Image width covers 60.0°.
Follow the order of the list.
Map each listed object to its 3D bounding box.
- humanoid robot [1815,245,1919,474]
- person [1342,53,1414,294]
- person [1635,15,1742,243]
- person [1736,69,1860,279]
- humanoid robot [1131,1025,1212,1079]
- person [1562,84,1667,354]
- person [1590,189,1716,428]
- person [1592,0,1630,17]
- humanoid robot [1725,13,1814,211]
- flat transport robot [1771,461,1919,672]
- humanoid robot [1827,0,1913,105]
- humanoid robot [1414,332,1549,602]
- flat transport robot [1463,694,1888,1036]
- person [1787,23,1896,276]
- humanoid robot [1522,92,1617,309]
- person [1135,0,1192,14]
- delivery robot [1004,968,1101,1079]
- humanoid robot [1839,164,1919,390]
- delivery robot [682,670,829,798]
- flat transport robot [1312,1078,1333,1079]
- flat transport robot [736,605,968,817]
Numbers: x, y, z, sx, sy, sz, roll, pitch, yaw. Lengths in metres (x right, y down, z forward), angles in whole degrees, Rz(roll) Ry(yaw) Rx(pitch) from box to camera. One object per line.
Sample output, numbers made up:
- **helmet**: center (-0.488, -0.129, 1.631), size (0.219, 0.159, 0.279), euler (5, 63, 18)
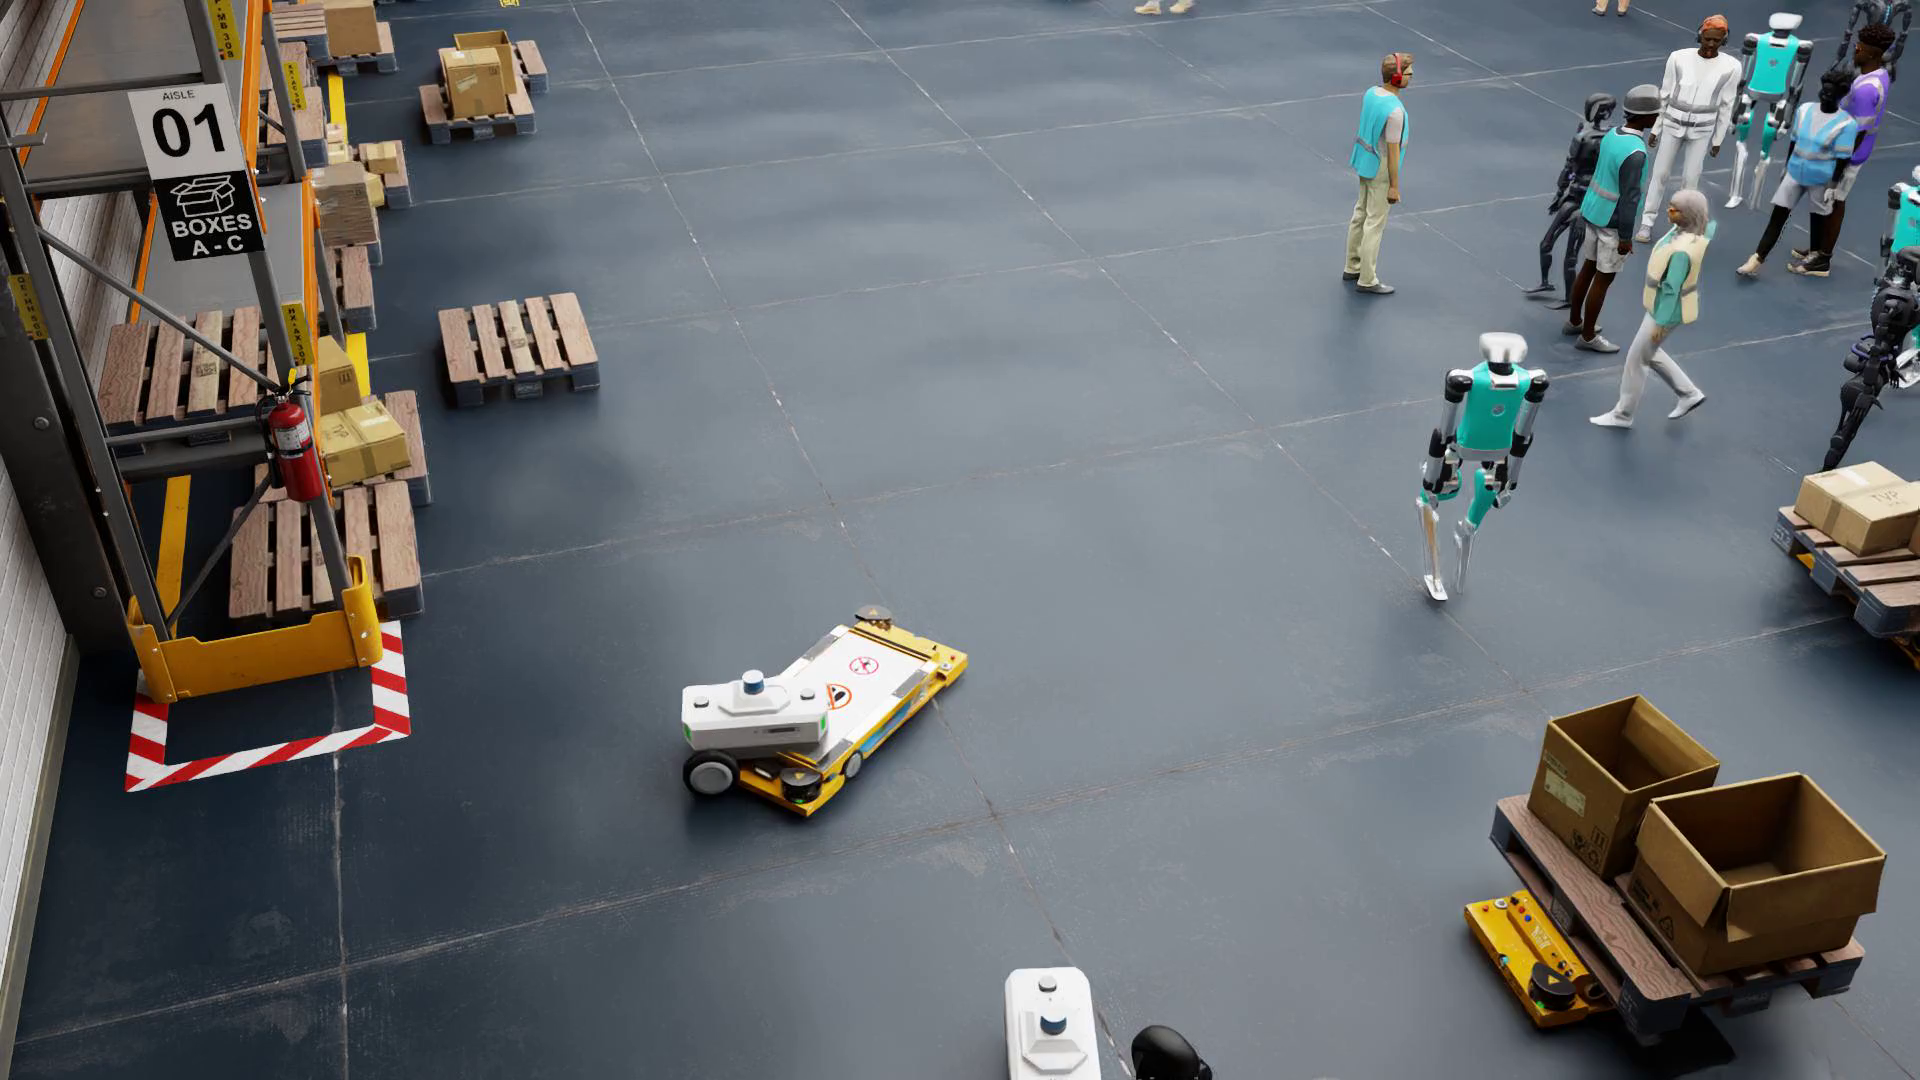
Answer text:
- **humanoid robot**: center (5.561, -1.015, 10.112), size (0.315, 1.657, 0.599), euler (27, 42, 35)
- **person**: center (3.185, -2.795, 12.700), size (0.389, 1.847, 0.563), euler (-6, 34, -9)
- **person**: center (5.883, -3.296, 13.443), size (0.573, 1.880, 0.361), euler (16, 36, 23)
- **person**: center (6.568, -2.812, 12.904), size (0.840, 1.655, 0.546), euler (-20, 38, -27)
- **humanoid robot**: center (0.604, 2.130, 5.294), size (0.320, 1.649, 0.609), euler (23, 39, 31)
- **person**: center (4.629, -2.283, 11.831), size (0.415, 1.938, 0.568), euler (-1, 33, -2)
- **person**: center (4.618, -1.467, 10.811), size (0.595, 1.690, 0.476), euler (12, 35, 18)
- **person**: center (7.634, -6.878, 19.120), size (0.463, 1.675, 0.375), euler (3, 33, 5)
- **humanoid robot**: center (6.775, -3.582, 14.077), size (0.530, 1.858, 0.745), euler (17, 37, 24)
- **flat transport robot**: center (5.376, 0.309, 9.384), size (0.659, 0.231, 1.431), euler (-5, 33, -8)
- **humanoid robot**: center (8.395, -4.424, 15.365), size (0.599, 1.638, 0.413), euler (4, 33, 6)
- **humanoid robot**: center (2.759, -0.364, 9.178), size (0.540, 1.897, 0.722), euler (-1, 33, -2)
- **flat transport robot**: center (3.016, 1.697, 7.256), size (1.431, 0.231, 0.659), euler (-8, 34, -12)
- **person**: center (6.894, -3.028, 12.949), size (0.361, 1.963, 0.613), euler (17, 37, 25)
- **humanoid robot**: center (4.601, -2.517, 12.428), size (0.370, 1.657, 0.586), euler (-3, 33, -5)
- **person**: center (2.420, -7.001, 19.163), size (0.673, 1.832, 0.472), euler (-3, 33, -4)
- **delivery robot**: center (0.357, 2.030, 6.470), size (0.499, 0.580, 0.757), euler (-1, 33, -1)
- **humanoid robot**: center (6.482, -1.712, 11.138), size (1.005, 1.721, 0.544), euler (-14, 35, -20)
- **delivery robot**: center (-1.030, 0.917, 8.193), size (0.769, 0.598, 0.519), euler (-4, 33, -6)
- **flat transport robot**: center (1.638, 2.566, 5.923), size (0.659, 0.231, 1.431), euler (0, 33, 0)
- **flat transport robot**: center (-0.616, 0.846, 8.561), size (0.659, 0.231, 1.431), euler (19, 38, 27)
